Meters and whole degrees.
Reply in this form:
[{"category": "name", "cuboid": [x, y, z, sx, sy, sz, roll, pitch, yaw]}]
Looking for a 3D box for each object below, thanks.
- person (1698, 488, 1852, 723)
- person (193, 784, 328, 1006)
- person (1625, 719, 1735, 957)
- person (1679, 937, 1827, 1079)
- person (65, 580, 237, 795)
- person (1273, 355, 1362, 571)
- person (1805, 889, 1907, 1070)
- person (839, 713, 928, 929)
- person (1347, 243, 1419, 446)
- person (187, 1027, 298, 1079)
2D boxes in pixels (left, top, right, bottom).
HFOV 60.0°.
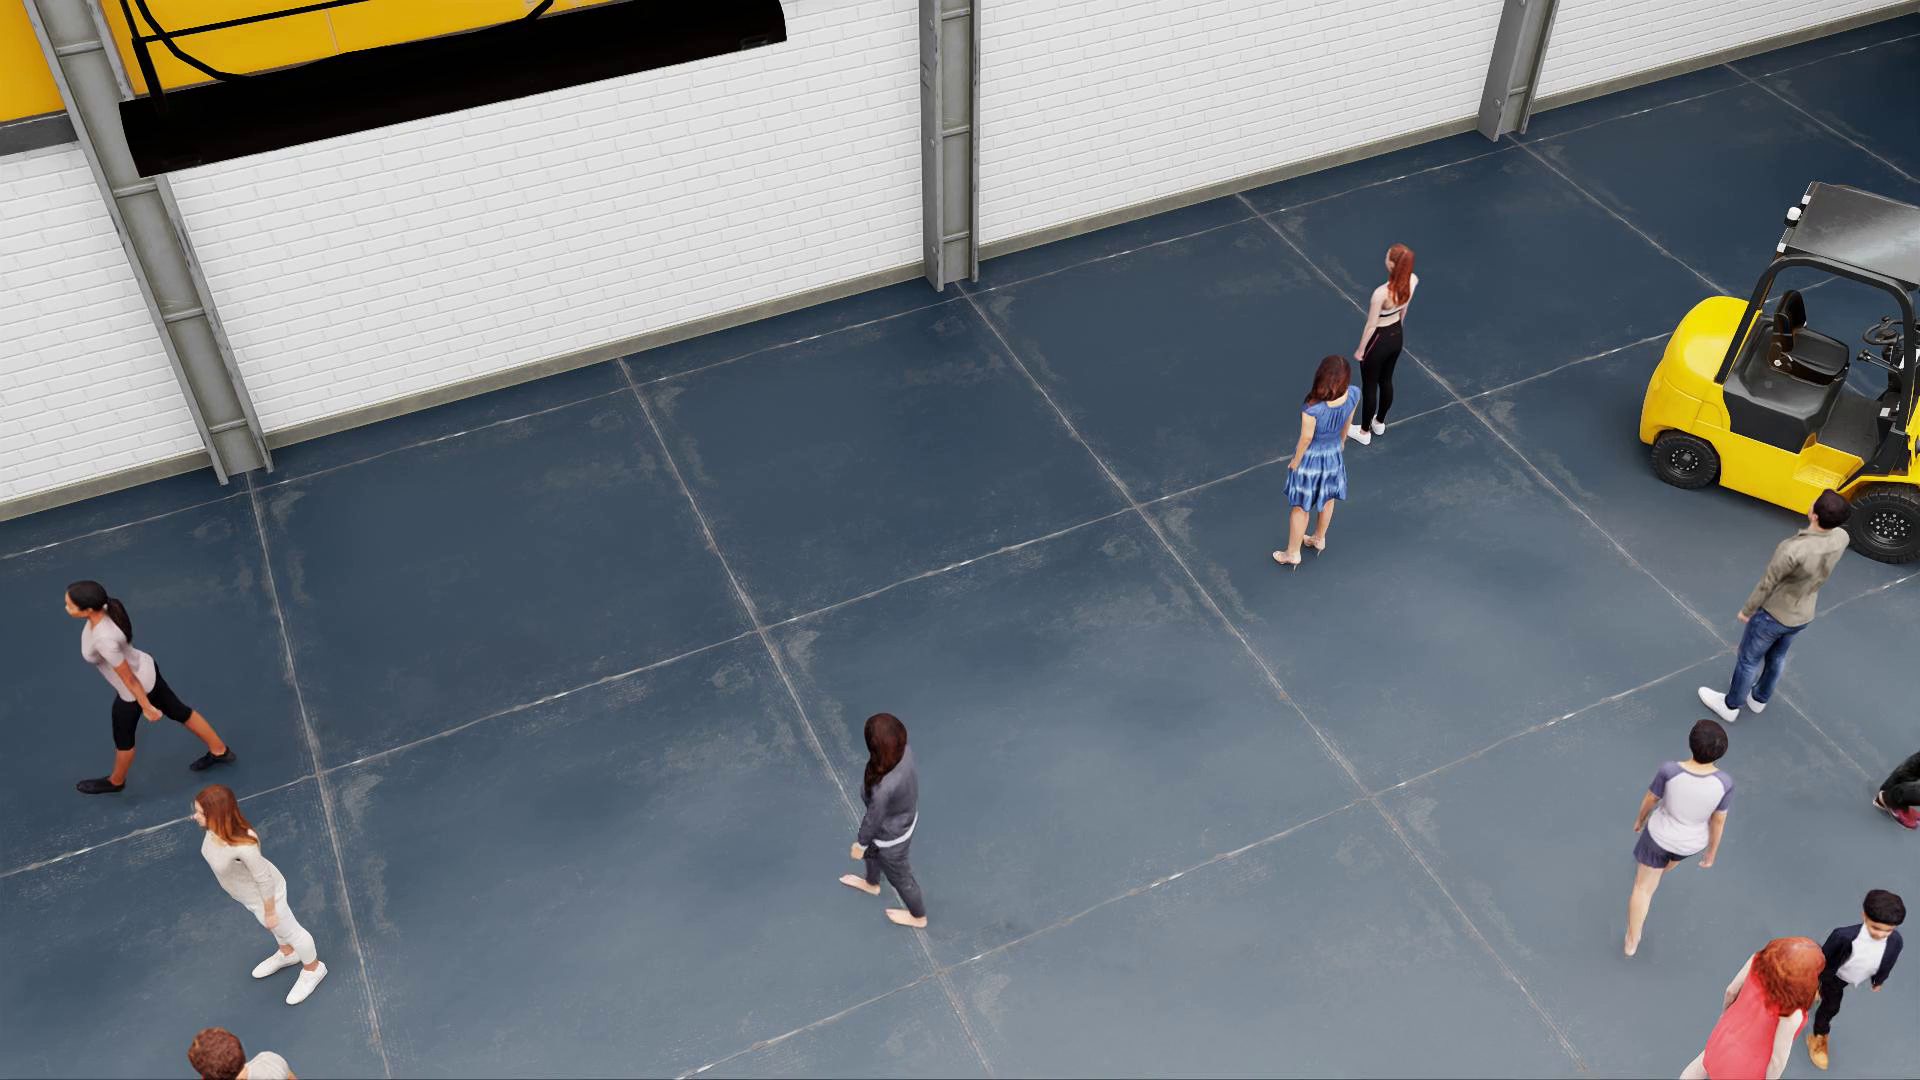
[{"category": "person", "cuboid": [5.165, 0.437, 10.418, 0.522, 1.863, 0.762, -15, 46, -15]}, {"category": "person", "cuboid": [-3.803, 1.876, 9.015, 0.670, 1.715, 0.675, 32, 52, 29]}, {"category": "person", "cuboid": [4.014, 1.714, 9.337, 1.055, 1.505, 1.075, 13, 45, 13]}, {"category": "person", "cuboid": [3.879, 2.522, 8.255, 0.595, 1.828, 0.643, -6, 44, -7]}, {"category": "person", "cuboid": [-4.898, 0.868, 10.081, 1.155, 1.703, 0.707, -13, 45, -13]}, {"category": "person", "cuboid": [2.465, -0.535, 11.480, 0.546, 1.806, 0.754, -24, 49, -23]}, {"category": "person", "cuboid": [4.800, 2.248, 8.993, 0.875, 1.207, 0.842, 3, 44, 3]}, {"category": "person", "cuboid": [-0.298, 1.605, 9.272, 0.931, 1.752, 0.843, 6, 44, 7]}, {"category": "person", "cuboid": [3.188, -1.473, 12.512, 0.499, 1.740, 0.672, -24, 48, -23]}, {"category": "person", "cuboid": [-3.248, 2.873, 7.837, 0.809, 1.896, 0.705, 20, 47, 20]}]
